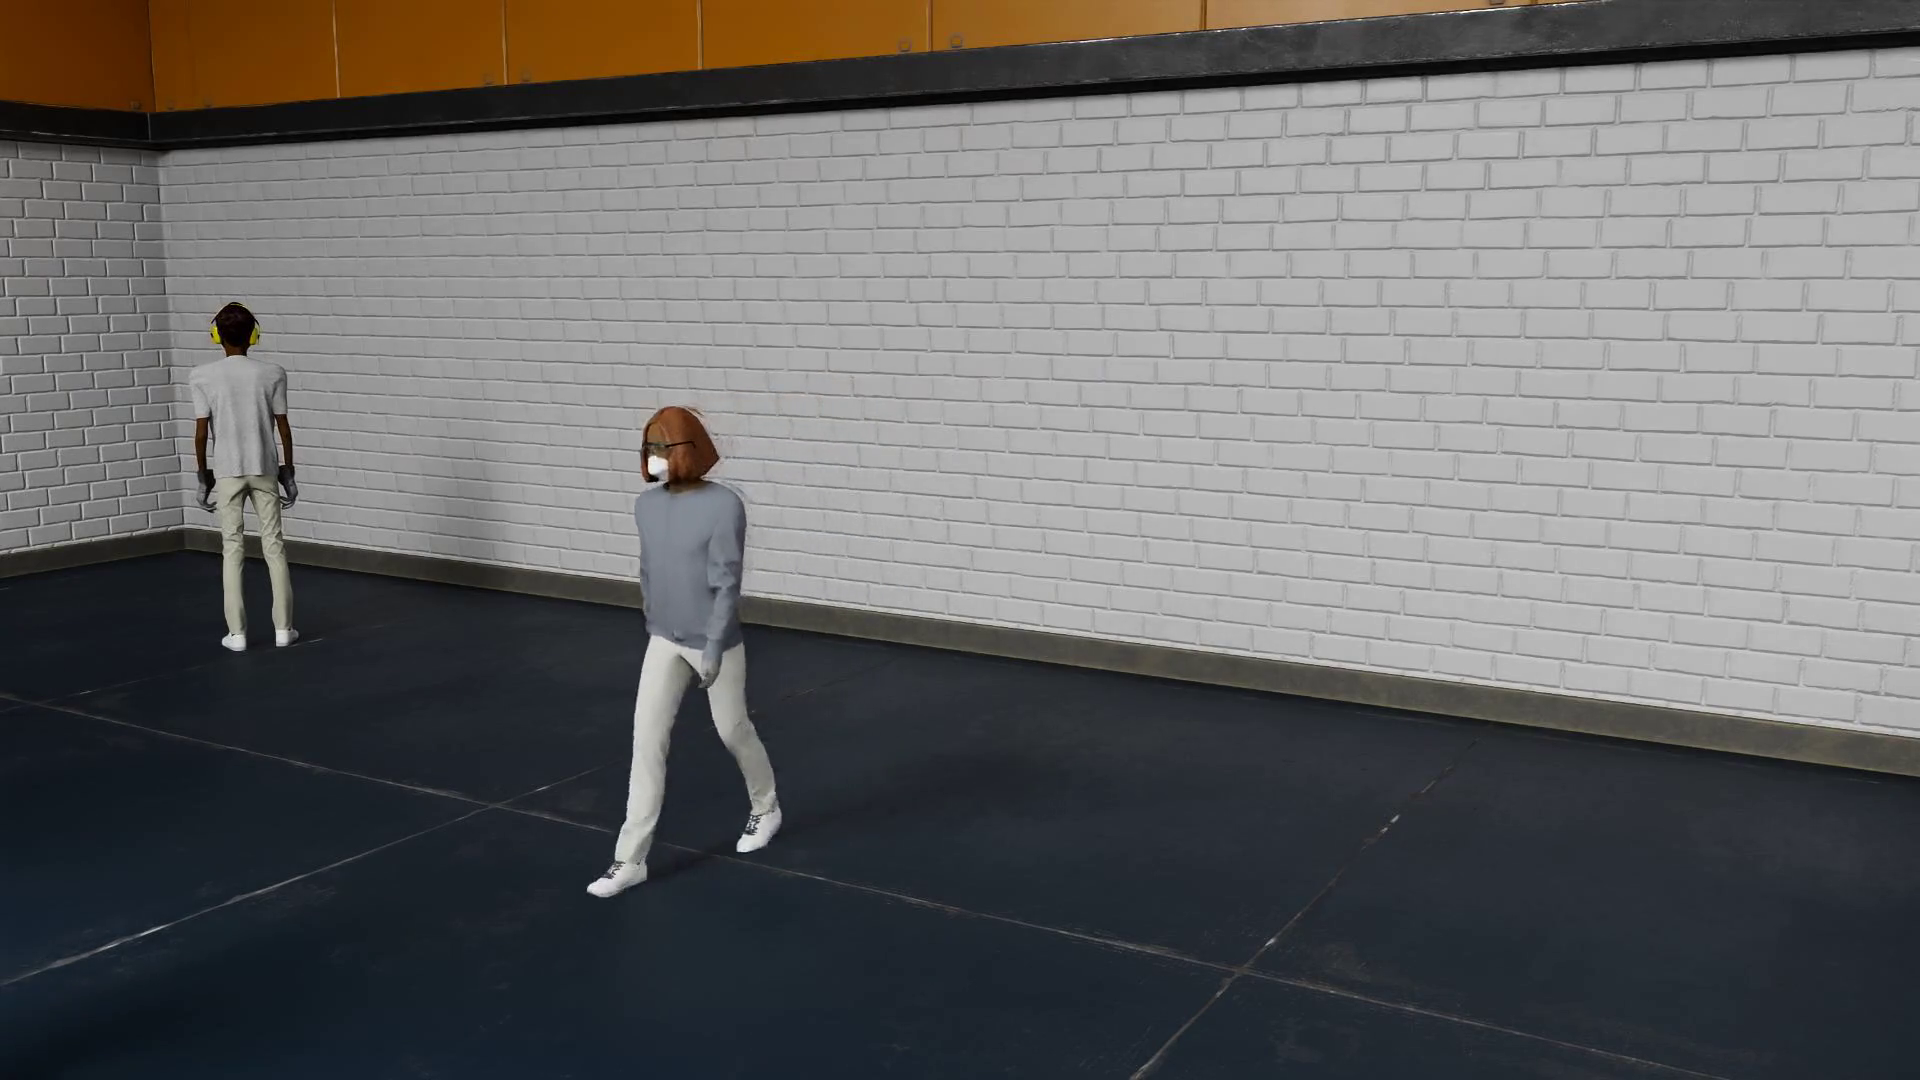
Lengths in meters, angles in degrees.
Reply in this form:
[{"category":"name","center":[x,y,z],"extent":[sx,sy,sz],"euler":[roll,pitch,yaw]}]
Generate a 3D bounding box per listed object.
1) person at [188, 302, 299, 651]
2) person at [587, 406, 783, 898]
[{"category":"person","center":[-3.842,-0.337,8.958],"extent":[0.507,1.872,0.329],"euler":[-5,10,-26]},{"category":"person","center":[-0.896,0.341,5.602],"extent":[0.501,1.591,0.839],"euler":[5,10,29]}]
